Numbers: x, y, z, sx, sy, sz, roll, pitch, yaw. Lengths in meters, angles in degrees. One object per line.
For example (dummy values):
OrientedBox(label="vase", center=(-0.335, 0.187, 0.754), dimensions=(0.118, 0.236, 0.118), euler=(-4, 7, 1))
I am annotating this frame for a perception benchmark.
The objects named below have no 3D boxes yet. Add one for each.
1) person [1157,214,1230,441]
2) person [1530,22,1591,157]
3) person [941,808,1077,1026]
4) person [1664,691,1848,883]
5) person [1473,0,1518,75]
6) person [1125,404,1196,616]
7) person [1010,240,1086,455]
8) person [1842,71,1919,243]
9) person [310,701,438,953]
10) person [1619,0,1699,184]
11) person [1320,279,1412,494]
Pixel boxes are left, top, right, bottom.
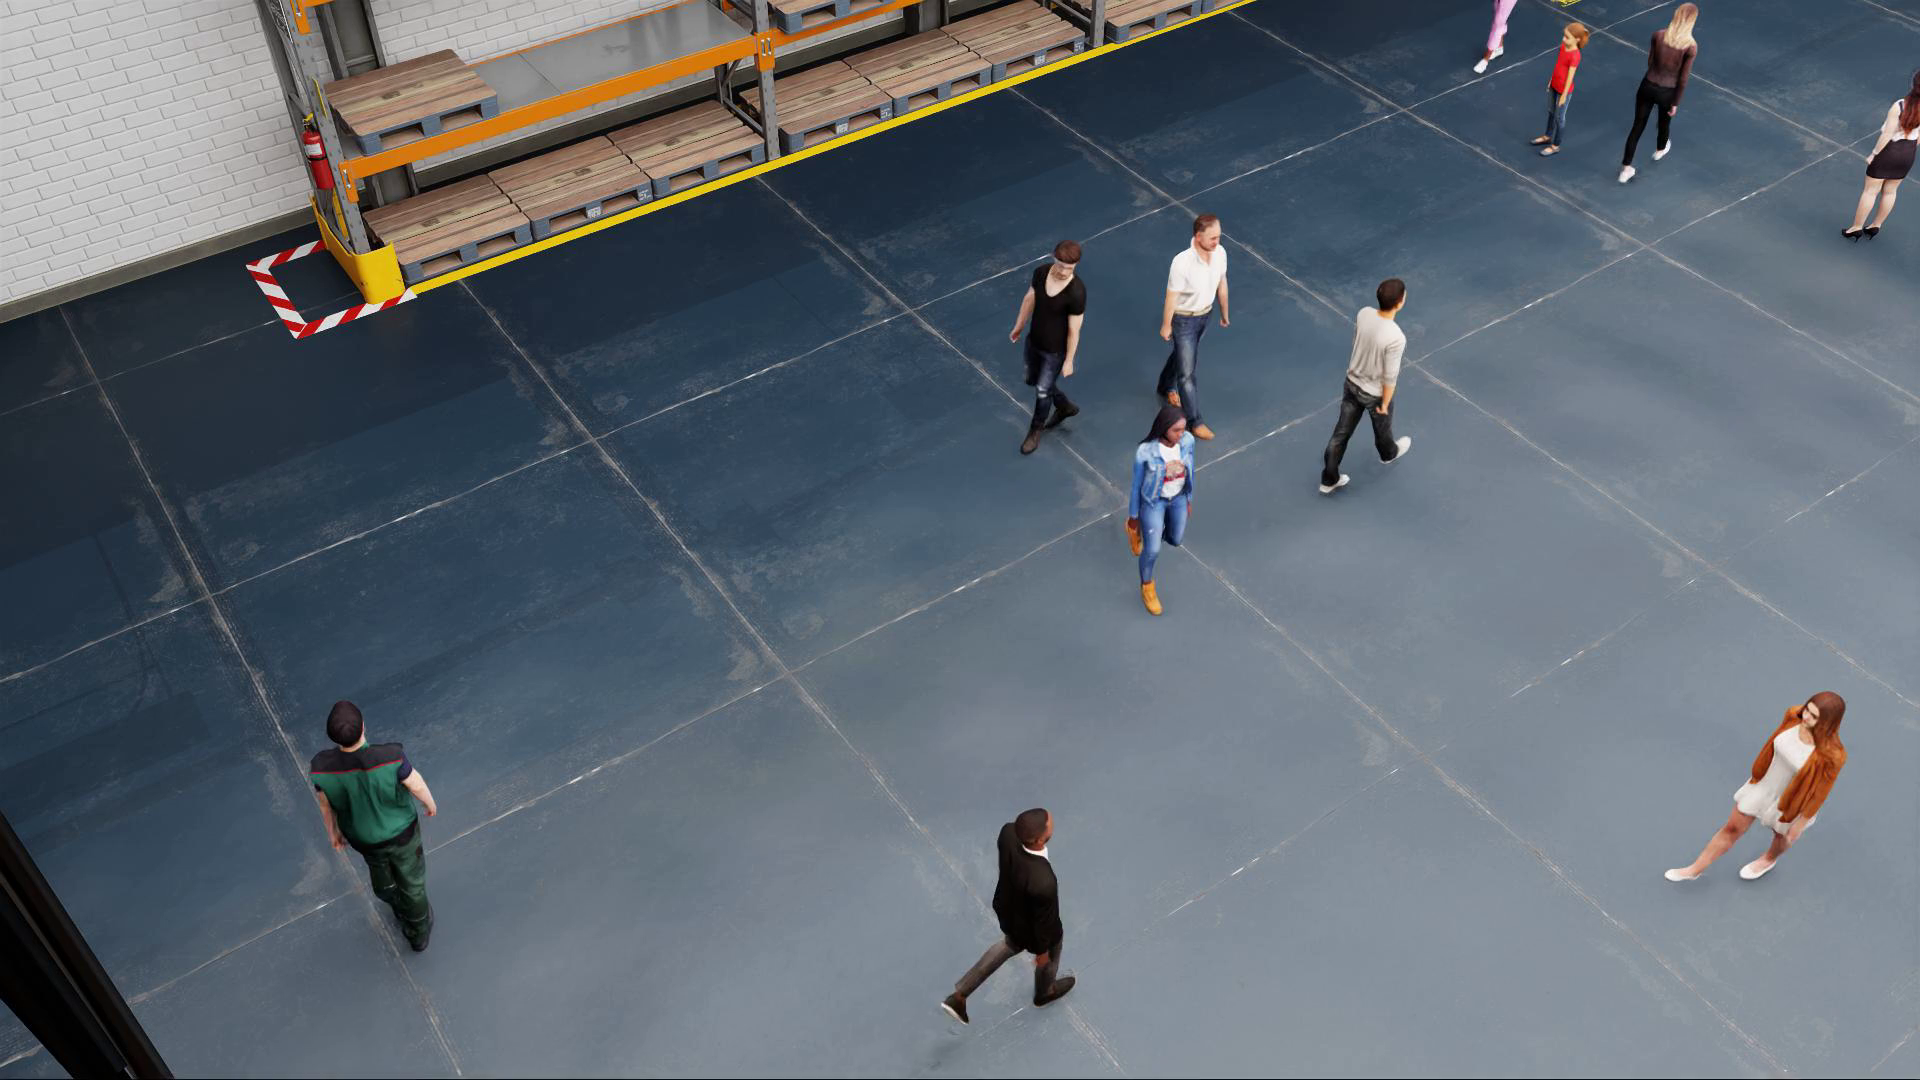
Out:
OrientedBox(label="person", center=(1.723, -1.746, 12.753), dimensions=(0.958, 1.823, 0.747), euler=(-24, 49, -23))
OrientedBox(label="person", center=(5.732, -4.299, 15.807), dimensions=(0.571, 1.307, 0.539), euler=(-6, 44, -7))
OrientedBox(label="person", center=(0.289, 2.048, 8.804), dimensions=(1.078, 1.775, 0.723), euler=(-20, 47, -20))
OrientedBox(label="person", center=(4.787, 1.418, 9.529), dimensions=(1.052, 1.688, 0.778), euler=(-16, 46, -16))
OrientedBox(label="person", center=(5.634, -5.683, 16.966), dimensions=(0.971, 1.712, 0.690), euler=(-34, 53, -30))
OrientedBox(label="person", center=(1.328, -0.289, 11.315), dimensions=(0.866, 1.695, 0.774), euler=(-15, 46, -15))
OrientedBox(label="person", center=(0.707, -1.484, 12.442), dimensions=(0.844, 1.872, 0.803), euler=(-23, 48, -22))
OrientedBox(label="person", center=(8.177, -3.364, 14.577), dimensions=(0.588, 1.649, 0.690), euler=(-4, 44, -4))
OrientedBox(label="person", center=(-3.194, 1.641, 9.154), dimensions=(0.836, 1.883, 0.923), euler=(-7, 44, -8))
OrientedBox(label="person", center=(6.374, -4.070, 15.307), dimensions=(0.775, 1.663, 1.087), euler=(30, 51, 28))
OrientedBox(label="person", center=(2.893, -1.076, 12.081), dimensions=(1.070, 1.779, 0.652), euler=(-27, 50, -26))
